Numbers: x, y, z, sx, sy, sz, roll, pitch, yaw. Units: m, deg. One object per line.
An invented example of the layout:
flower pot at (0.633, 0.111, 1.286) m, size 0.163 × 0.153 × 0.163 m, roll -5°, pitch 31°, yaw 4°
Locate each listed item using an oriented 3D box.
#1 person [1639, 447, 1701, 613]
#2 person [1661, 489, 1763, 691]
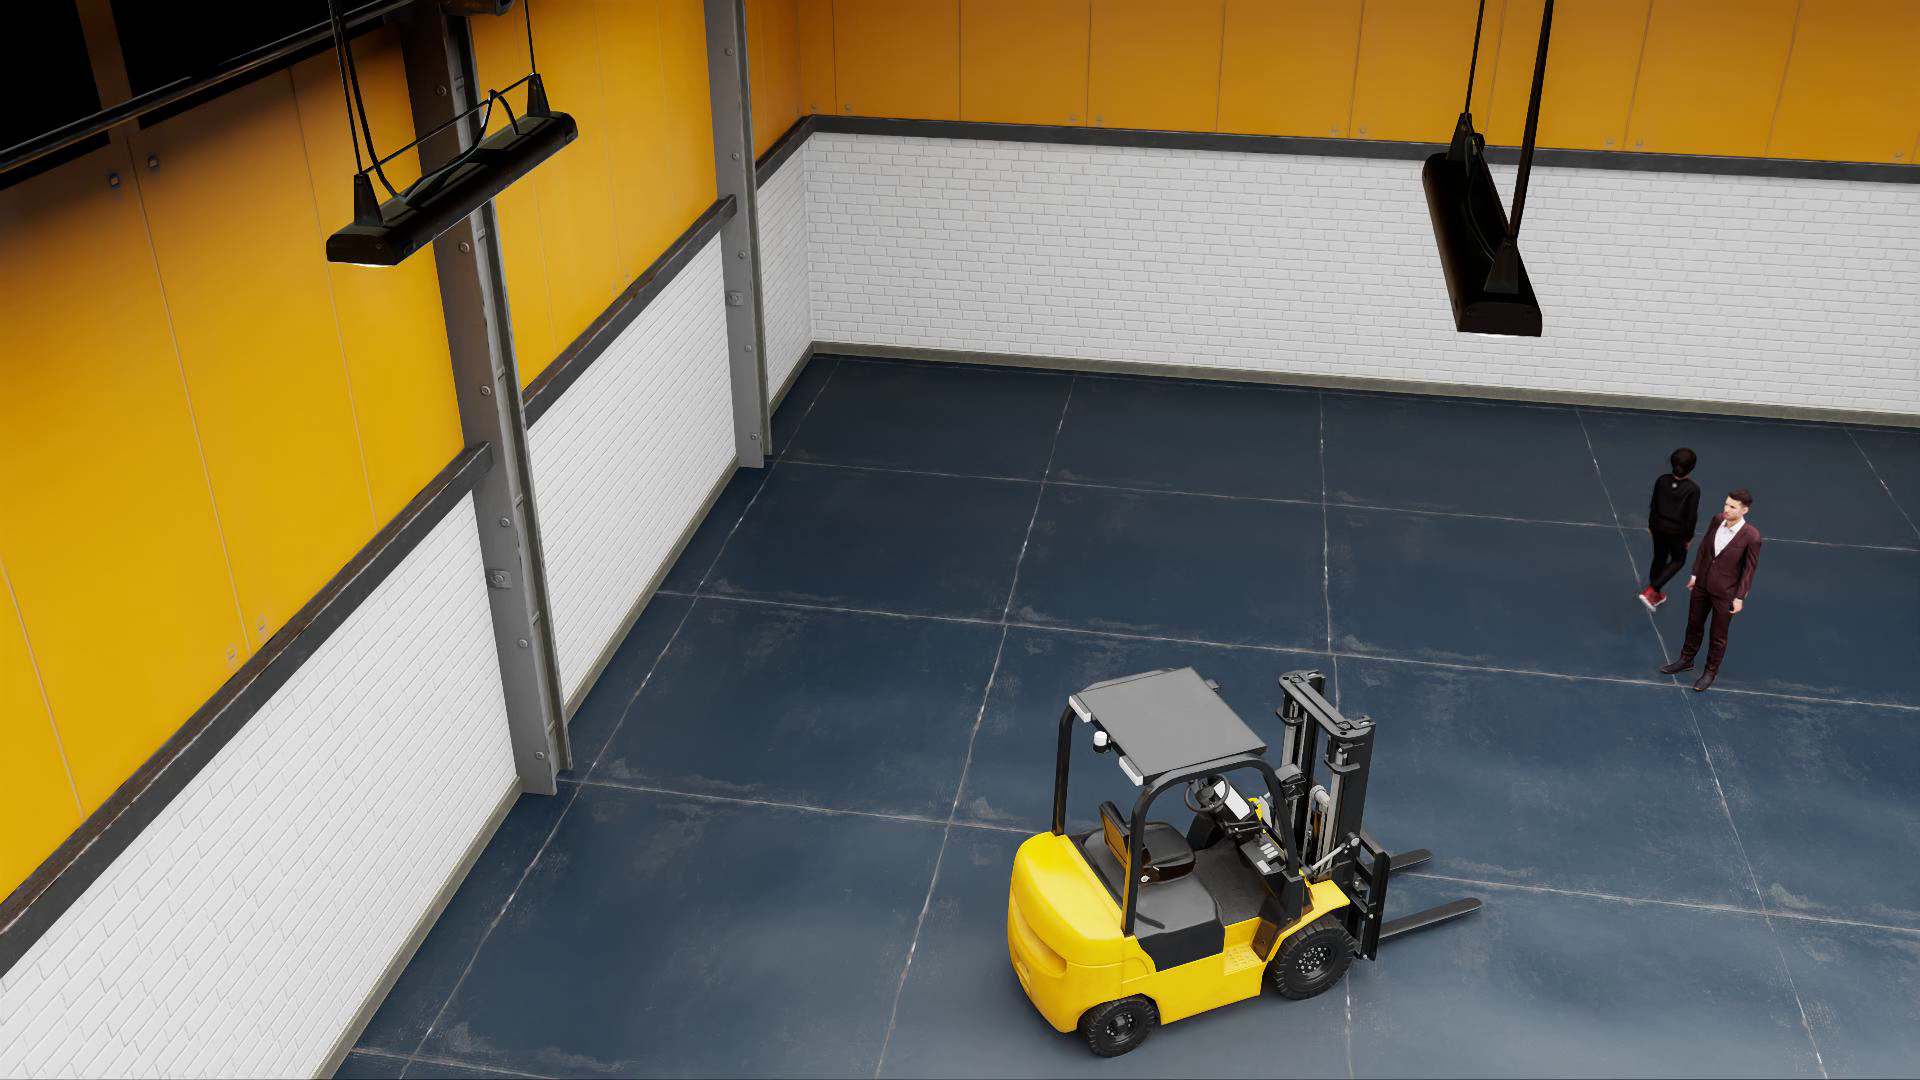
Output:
person at (6.516, -0.058, 15.327) m, size 0.926 × 1.661 × 0.855 m, roll -21°, pitch 35°, yaw -33°
person at (6.520, 0.390, 14.294) m, size 0.842 × 1.865 × 0.759 m, roll -15°, pitch 32°, yaw -25°
